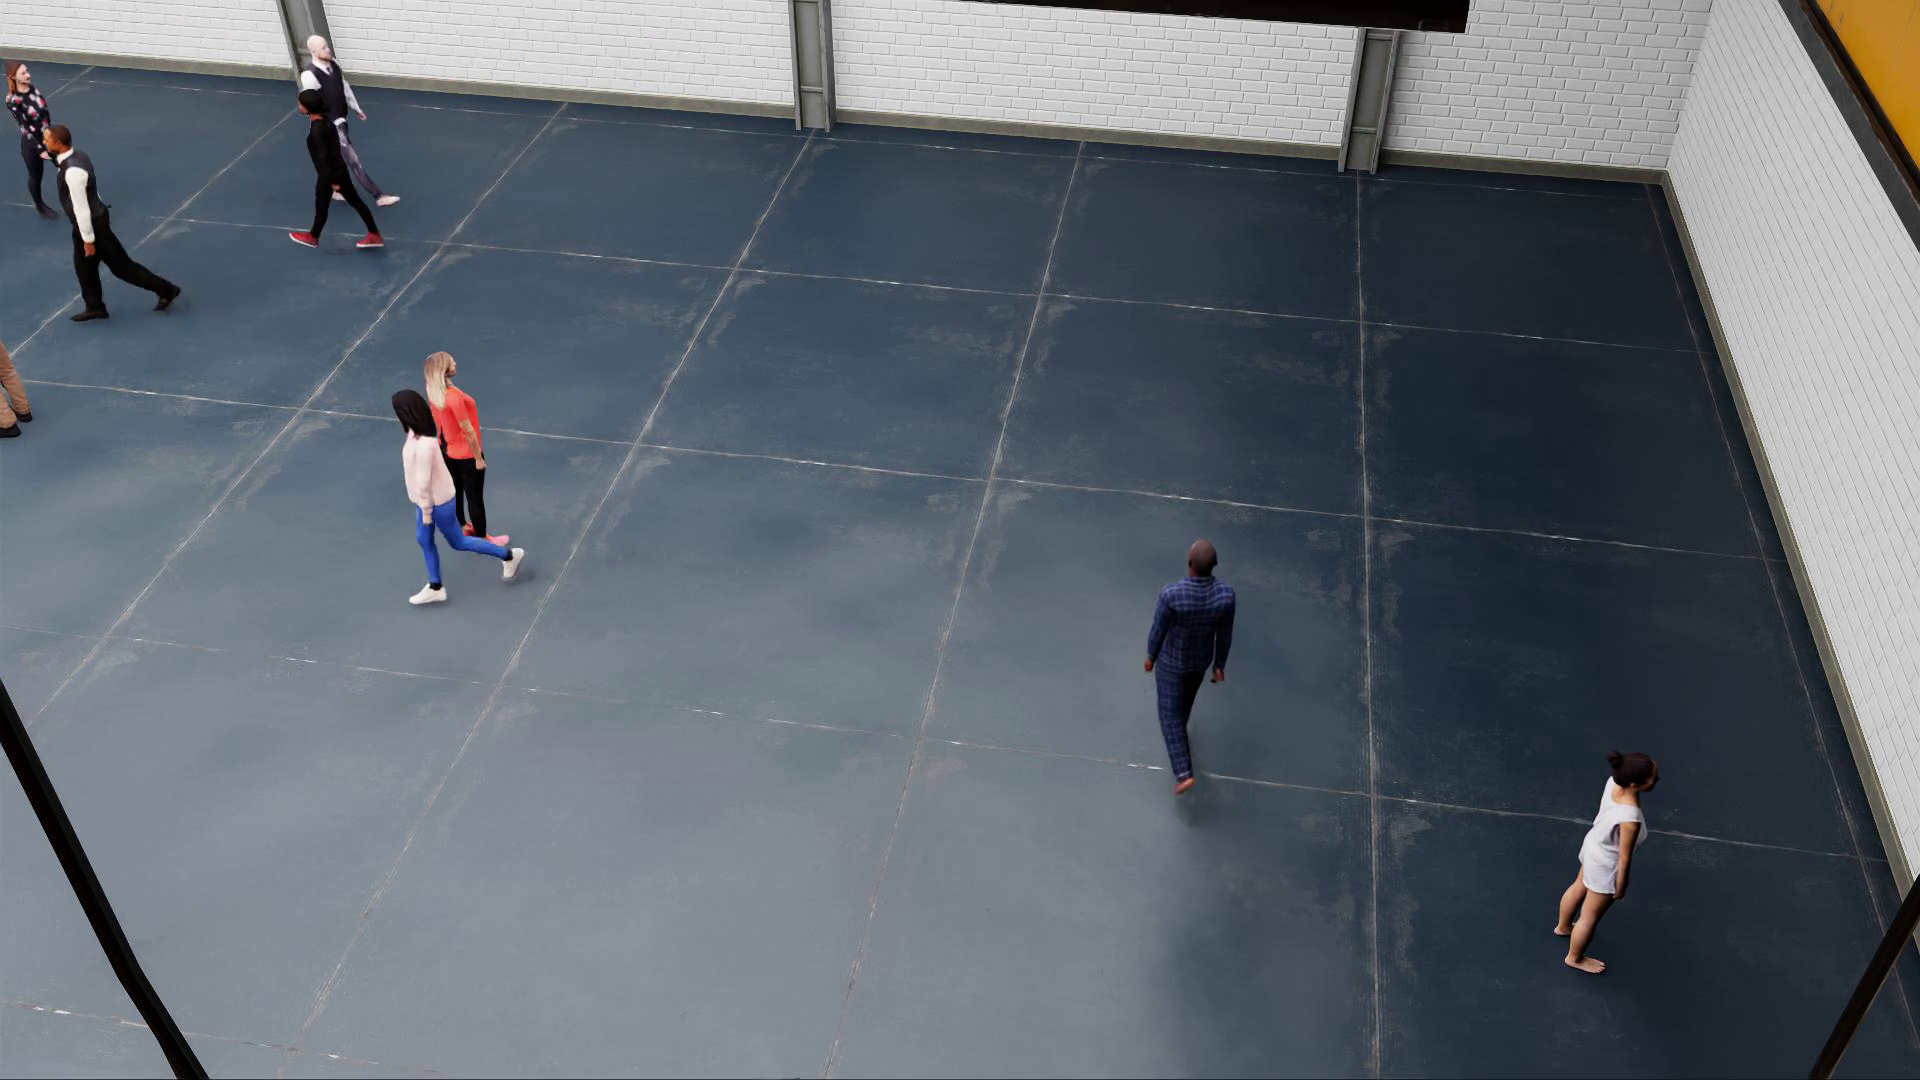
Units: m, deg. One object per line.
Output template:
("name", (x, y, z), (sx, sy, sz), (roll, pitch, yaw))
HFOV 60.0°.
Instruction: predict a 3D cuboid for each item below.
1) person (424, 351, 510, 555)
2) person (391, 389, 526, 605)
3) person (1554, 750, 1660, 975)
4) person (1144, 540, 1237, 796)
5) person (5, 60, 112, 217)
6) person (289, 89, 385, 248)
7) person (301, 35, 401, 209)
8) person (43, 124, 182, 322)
("person", (-3.730, -0.665, 12.371), (0.636, 1.693, 0.738), (30, 47, 32))
("person", (-3.636, -0.289, 11.874), (1.193, 1.727, 1.006), (-16, 41, -19))
("person", (3.639, 1.787, 9.371), (0.581, 1.606, 0.595), (1, 39, 2))
("person", (1.425, 0.803, 10.453), (1.118, 1.794, 0.983), (-7, 39, -8))
("person", (-9.218, -3.930, 16.506), (1.077, 1.636, 0.664), (11, 40, 13))
("person", (-5.945, -3.523, 15.998), (1.128, 1.634, 0.723), (0, 39, 0))
("person", (-6.354, -4.177, 16.699), (1.150, 1.780, 0.706), (7, 39, 8))
("person", (-7.677, -2.823, 14.920), (1.338, 1.885, 1.134), (-15, 41, -18))
